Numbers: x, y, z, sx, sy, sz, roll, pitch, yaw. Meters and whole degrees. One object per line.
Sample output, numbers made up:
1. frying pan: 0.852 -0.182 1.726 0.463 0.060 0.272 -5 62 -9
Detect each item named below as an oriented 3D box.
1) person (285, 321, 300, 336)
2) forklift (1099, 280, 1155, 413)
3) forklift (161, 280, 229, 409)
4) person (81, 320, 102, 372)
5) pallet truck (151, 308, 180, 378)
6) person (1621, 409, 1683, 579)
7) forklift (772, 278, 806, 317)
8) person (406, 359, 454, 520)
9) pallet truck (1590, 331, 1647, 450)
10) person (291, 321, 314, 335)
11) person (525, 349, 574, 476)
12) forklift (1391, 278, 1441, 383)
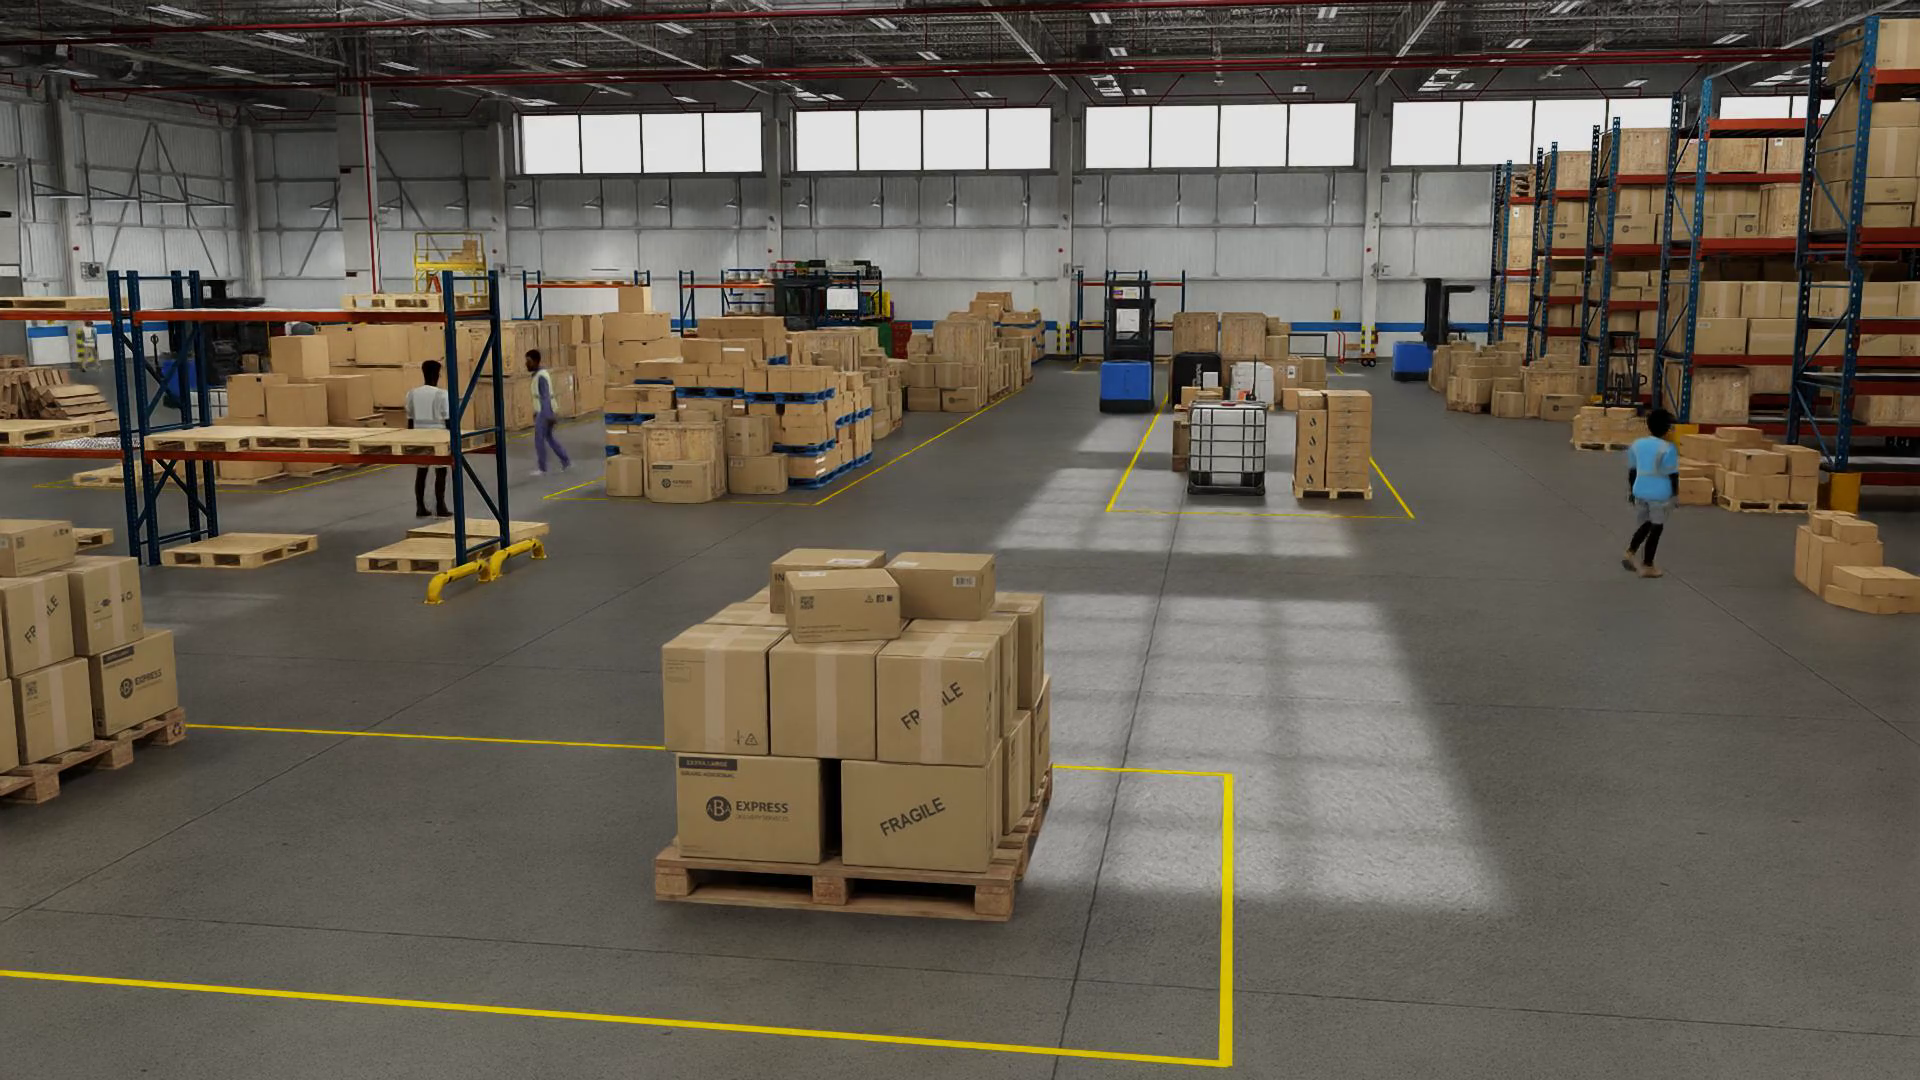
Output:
1. person: -19.816 -5.942 49.741 0.647 1.857 0.629 8 12 40
2. forklift: 3.607 -4.183 35.716 1.129 2.768 1.873 1 9 9
3. forklift: -16.371 -4.284 36.334 1.873 2.768 1.129 1 9 9
4. person: -25.998 -5.808 49.650 0.519 1.606 0.821 1 9 4
5. pallet truck: -21.869 -5.598 47.154 0.823 1.965 1.885 4 10 26
6. person: 6.833 -0.450 16.371 0.360 1.681 0.539 -4 10 -22
7. forklift: -4.325 -5.247 42.272 1.873 2.768 1.129 7 12 39
8. person: -6.457 -1.225 20.324 0.606 1.956 0.387 2 9 14
9. pallet truck: 11.253 -2.573 28.499 0.823 1.965 1.885 5 10 27
10. person: -17.224 -5.011 43.715 0.635 1.937 0.353 0 9 2
11. person: -6.090 -1.892 24.682 0.687 1.885 0.613 -3 10 -19
12. forklift: 12.664 -5.652 44.771 1.873 2.768 1.129 1 9 9
